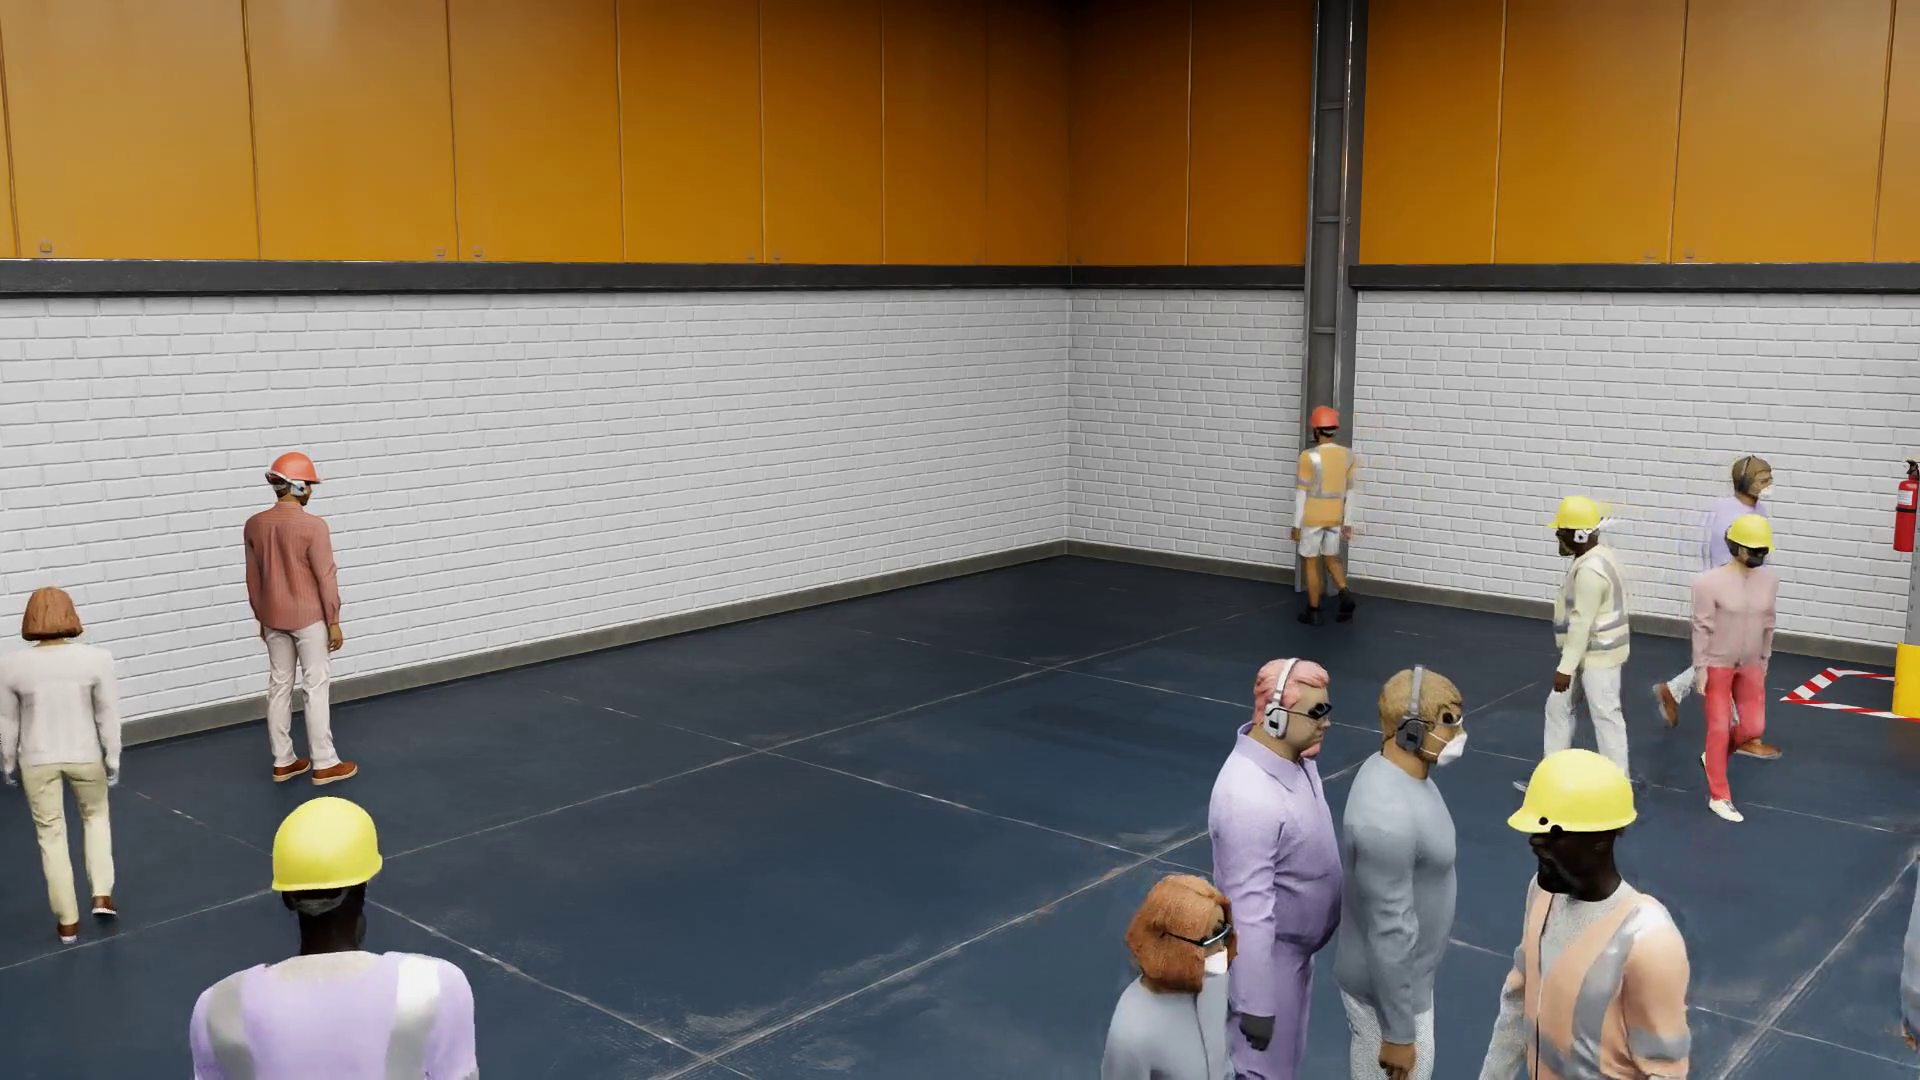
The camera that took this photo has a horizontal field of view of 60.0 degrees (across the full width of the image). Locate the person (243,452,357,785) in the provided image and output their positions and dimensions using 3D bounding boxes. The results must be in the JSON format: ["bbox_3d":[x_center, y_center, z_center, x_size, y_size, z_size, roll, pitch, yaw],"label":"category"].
[{"bbox_3d":[-3.946,0.470,9.937,0.609,1.986,0.391,3,10,18],"label":"person"}]

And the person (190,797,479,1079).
[{"bbox_3d":[-1.338,1.507,3.636,0.603,1.916,0.512,-1,9,-7],"label":"person"}]

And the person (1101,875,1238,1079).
[{"bbox_3d":[0.472,1.576,4.146,0.543,1.611,0.505,6,11,34],"label":"person"}]

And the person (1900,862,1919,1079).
[{"bbox_3d":[2.991,1.402,4.701,0.865,1.787,0.622,3,9,16],"label":"person"}]

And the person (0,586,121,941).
[{"bbox_3d":[-4.125,1.018,7.635,0.500,1.618,0.429,-5,10,-29],"label":"person"}]

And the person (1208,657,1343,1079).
[{"bbox_3d":[0.973,1.284,5.118,0.402,1.896,0.658,3,10,19],"label":"person"}]

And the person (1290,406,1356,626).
[{"bbox_3d":[3.125,-0.189,14.277,0.553,1.919,0.533,-4,10,-23],"label":"person"}]

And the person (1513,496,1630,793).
[{"bbox_3d":[3.483,0.644,9.428,0.754,1.792,0.608,3,9,17],"label":"person"}]

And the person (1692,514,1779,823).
[{"bbox_3d":[4.305,0.697,9.308,0.536,1.740,0.521,-2,9,-10],"label":"person"}]

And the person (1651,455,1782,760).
[{"bbox_3d":[4.861,0.398,10.592,0.767,1.920,0.628,7,12,38],"label":"person"}]

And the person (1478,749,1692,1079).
[{"bbox_3d":[1.427,1.442,4.117,0.929,1.884,0.617,-1,9,-4],"label":"person"}]

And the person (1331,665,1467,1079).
[{"bbox_3d":[1.269,1.310,4.817,0.373,1.939,0.628,3,9,16],"label":"person"}]
